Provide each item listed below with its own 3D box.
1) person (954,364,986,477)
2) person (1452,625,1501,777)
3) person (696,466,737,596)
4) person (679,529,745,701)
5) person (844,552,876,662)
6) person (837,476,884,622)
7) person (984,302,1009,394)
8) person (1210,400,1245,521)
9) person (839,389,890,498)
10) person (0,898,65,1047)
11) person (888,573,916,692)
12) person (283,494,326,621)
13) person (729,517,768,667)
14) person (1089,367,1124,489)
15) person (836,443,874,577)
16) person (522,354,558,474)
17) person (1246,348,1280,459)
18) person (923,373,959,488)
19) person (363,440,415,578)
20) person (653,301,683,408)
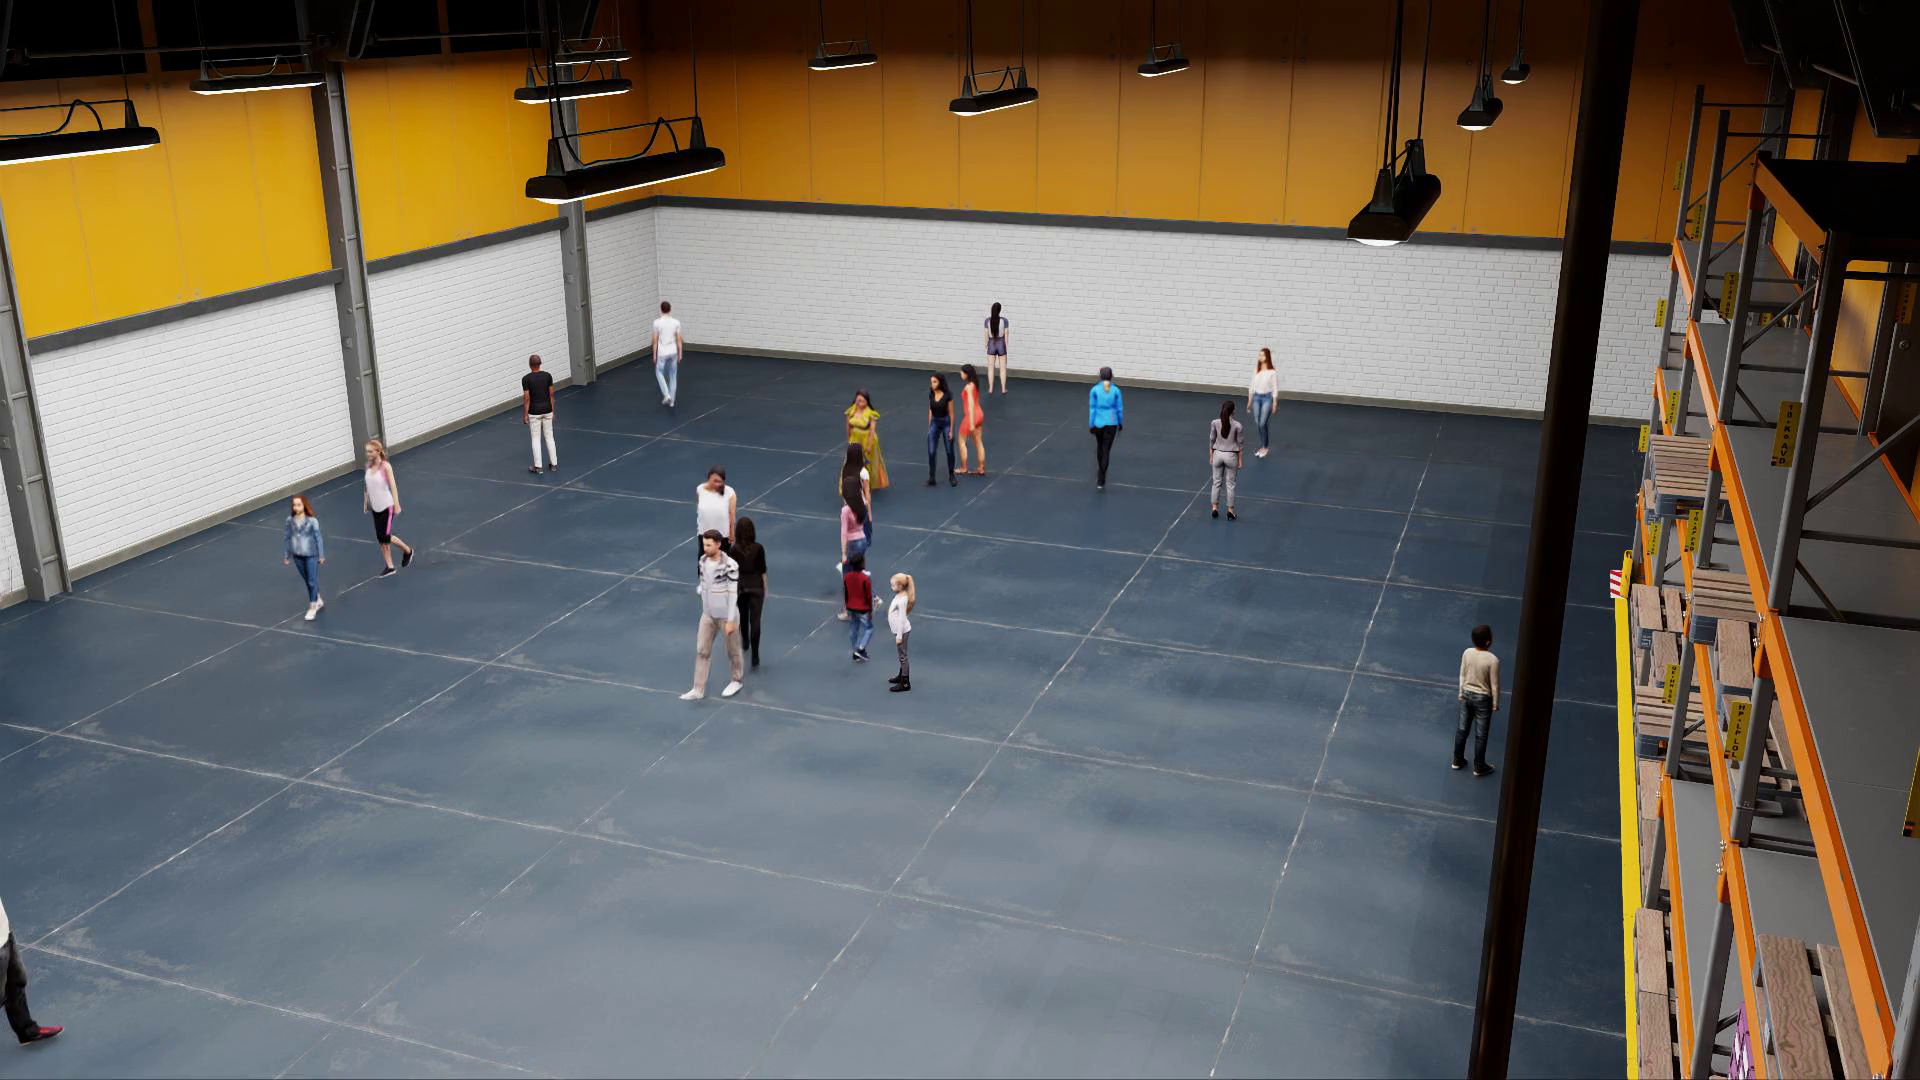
[{"bbox_3d":[0.281,-1.775,24.869,0.673,1.689,0.695,5,19,14],"label":"person"},{"bbox_3d":[4.827,1.484,15.544,0.625,1.465,0.628,17,25,42],"label":"person"},{"bbox_3d":[-2.945,-0.111,19.976,0.751,1.659,0.704,8,20,22],"label":"person"},{"bbox_3d":[-2.420,0.737,17.186,0.838,1.833,1.073,11,22,30],"label":"person"},{"bbox_3d":[-1.125,0.748,18.067,0.538,1.250,0.548,10,21,27],"label":"person"},{"bbox_3d":[-1.154,0.109,19.206,0.757,1.733,0.746,9,21,25],"label":"person"},{"bbox_3d":[0.666,-3.464,29.947,0.637,1.650,0.587,2,19,7],"label":"person"},{"bbox_3d":[3.651,-1.102,22.890,0.635,1.677,0.593,8,20,23],"label":"person"},{"bbox_3d":[-1.349,-1.361,23.779,0.792,1.600,1.402,6,19,16],"label":"person"},{"bbox_3d":[-6.692,2.749,11.284,1.136,1.786,1.059,-10,21,-27],"label":"person"},{"bbox_3d":[-0.609,0.947,17.429,0.624,1.280,0.540,-1,19,-4],"label":"person"},{"bbox_3d":[-7.632,0.157,19.490,0.673,1.461,0.881,2,19,7],"label":"person"},{"bbox_3d":[-2.268,0.588,17.987,0.830,1.603,1.121,-1,19,-4],"label":"person"},{"bbox_3d":[2.118,-1.606,24.277,0.664,1.748,1.156,5,19,16],"label":"person"},{"bbox_3d":[-1.312,-0.301,20.384,0.799,1.758,0.954,17,25,41],"label":"person"},{"bbox_3d":[-6.347,-1.915,25.105,0.704,1.805,0.821,-15,24,-38],"label":"person"},{"bbox_3d":[4.770,-2.159,25.971,0.683,1.714,0.729,16,24,39],"label":"person"},{"bbox_3d":[-0.223,-1.629,24.410,0.555,1.707,0.818,5,19,14],"label":"person"},{"bbox_3d":[-7.101,-0.416,20.709,0.730,1.770,0.807,12,22,32],"label":"person"},{"bbox_3d":[-5.067,-3.204,28.873,0.830,1.843,0.884,-8,20,-21],"label":"person"}]
